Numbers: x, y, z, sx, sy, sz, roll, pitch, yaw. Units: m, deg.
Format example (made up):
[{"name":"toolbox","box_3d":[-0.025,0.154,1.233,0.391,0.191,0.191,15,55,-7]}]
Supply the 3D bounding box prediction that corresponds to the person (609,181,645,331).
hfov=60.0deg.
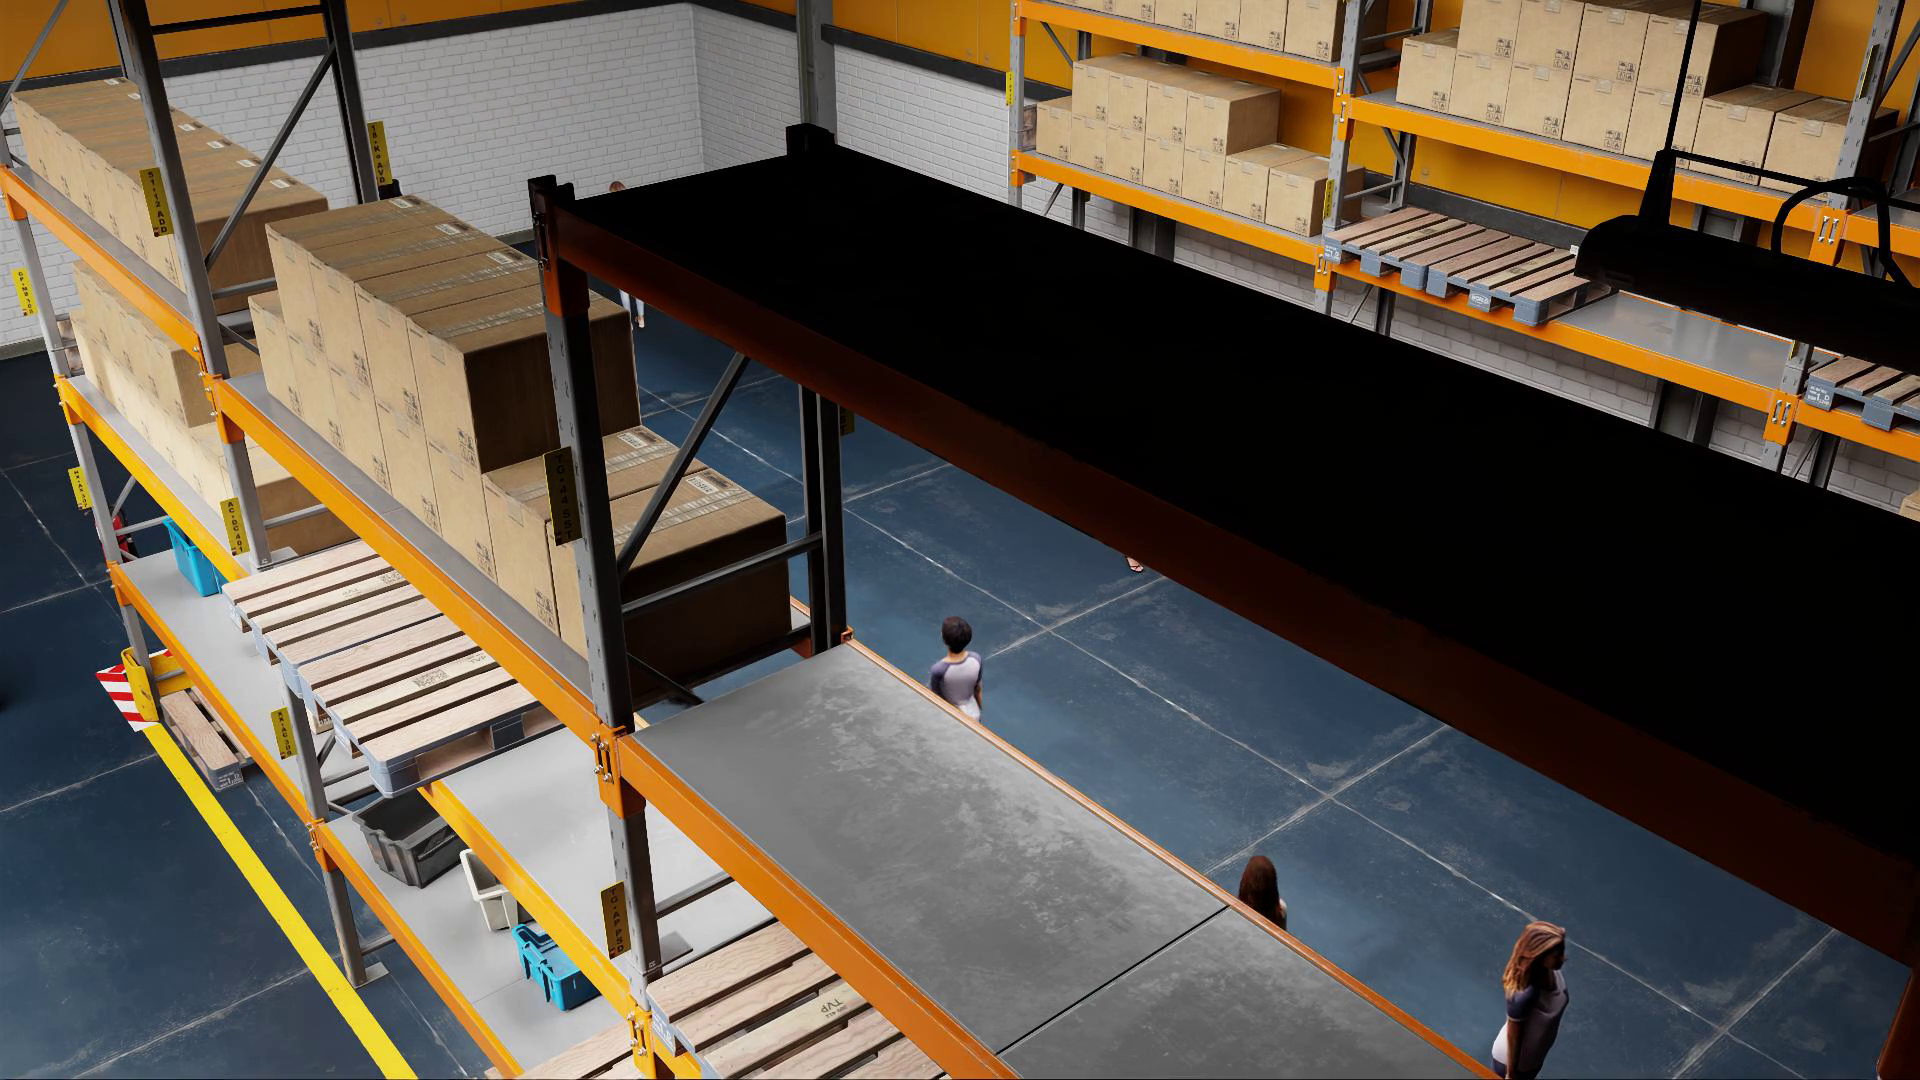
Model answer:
[{"name":"person","box_3d":[-3.990,-3.385,19.764,0.594,1.795,0.504,-20,34,-32]}]

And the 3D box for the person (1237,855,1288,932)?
[{"name":"person","box_3d":[1.658,2.485,9.372,0.742,1.441,1.048,-12,31,-21]}]

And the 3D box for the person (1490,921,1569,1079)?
[{"name":"person","box_3d":[2.927,2.677,8.715,0.601,1.733,0.635,21,35,34]}]

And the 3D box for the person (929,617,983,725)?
[{"name":"person","box_3d":[0.007,1.267,11.500,0.670,1.542,0.976,-15,32,-25]}]
